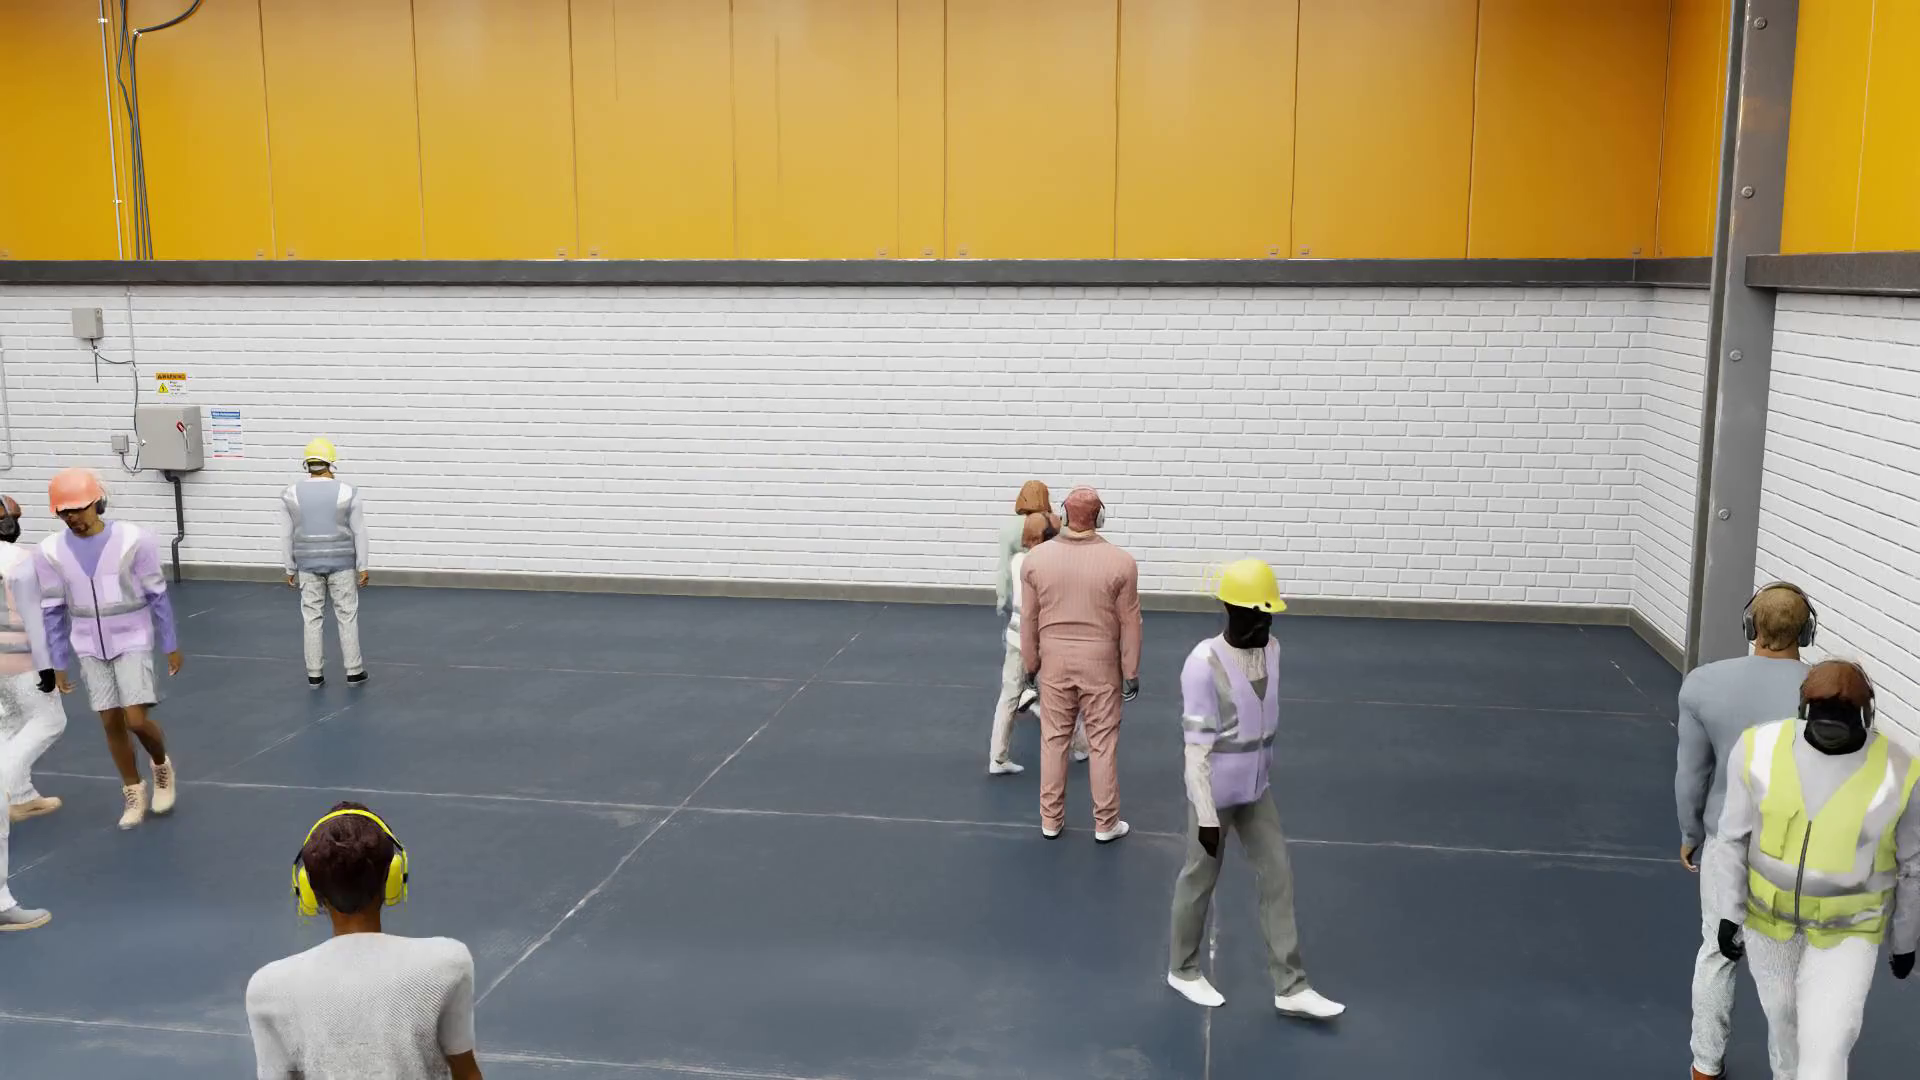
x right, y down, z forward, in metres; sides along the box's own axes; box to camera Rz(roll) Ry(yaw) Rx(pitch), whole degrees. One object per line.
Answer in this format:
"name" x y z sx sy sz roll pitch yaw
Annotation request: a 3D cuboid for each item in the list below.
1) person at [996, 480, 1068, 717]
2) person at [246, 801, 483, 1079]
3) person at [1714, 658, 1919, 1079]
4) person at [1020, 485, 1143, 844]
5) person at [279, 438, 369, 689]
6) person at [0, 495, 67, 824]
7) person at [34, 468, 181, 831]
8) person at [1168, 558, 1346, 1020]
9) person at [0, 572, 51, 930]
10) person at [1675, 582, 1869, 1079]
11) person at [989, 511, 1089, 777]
"person" 0.493 0.401 11.308 0.519 1.620 0.354 -2 10 -15
"person" -1.328 1.517 3.788 0.521 1.839 0.835 -1 9 -8
"person" 2.857 1.252 5.550 0.610 1.795 0.931 8 12 40
"person" 0.650 0.661 8.836 0.654 1.905 0.408 3 10 17
"person" -4.602 0.171 12.092 0.601 1.827 0.403 -2 9 -10
"person" -5.210 0.670 9.034 0.636 1.827 0.536 4 10 22
"person" -4.586 0.596 8.944 0.659 2.002 0.510 -1 9 -7
"person" 1.181 1.017 6.669 0.627 1.889 0.869 -9 13 -42
"person" -4.549 0.911 7.408 0.655 1.868 0.613 -4 10 -24
"person" 2.906 1.103 6.009 0.631 1.940 0.372 6 11 35
"person" 0.505 0.615 10.052 0.848 1.587 0.541 -7 11 -36
